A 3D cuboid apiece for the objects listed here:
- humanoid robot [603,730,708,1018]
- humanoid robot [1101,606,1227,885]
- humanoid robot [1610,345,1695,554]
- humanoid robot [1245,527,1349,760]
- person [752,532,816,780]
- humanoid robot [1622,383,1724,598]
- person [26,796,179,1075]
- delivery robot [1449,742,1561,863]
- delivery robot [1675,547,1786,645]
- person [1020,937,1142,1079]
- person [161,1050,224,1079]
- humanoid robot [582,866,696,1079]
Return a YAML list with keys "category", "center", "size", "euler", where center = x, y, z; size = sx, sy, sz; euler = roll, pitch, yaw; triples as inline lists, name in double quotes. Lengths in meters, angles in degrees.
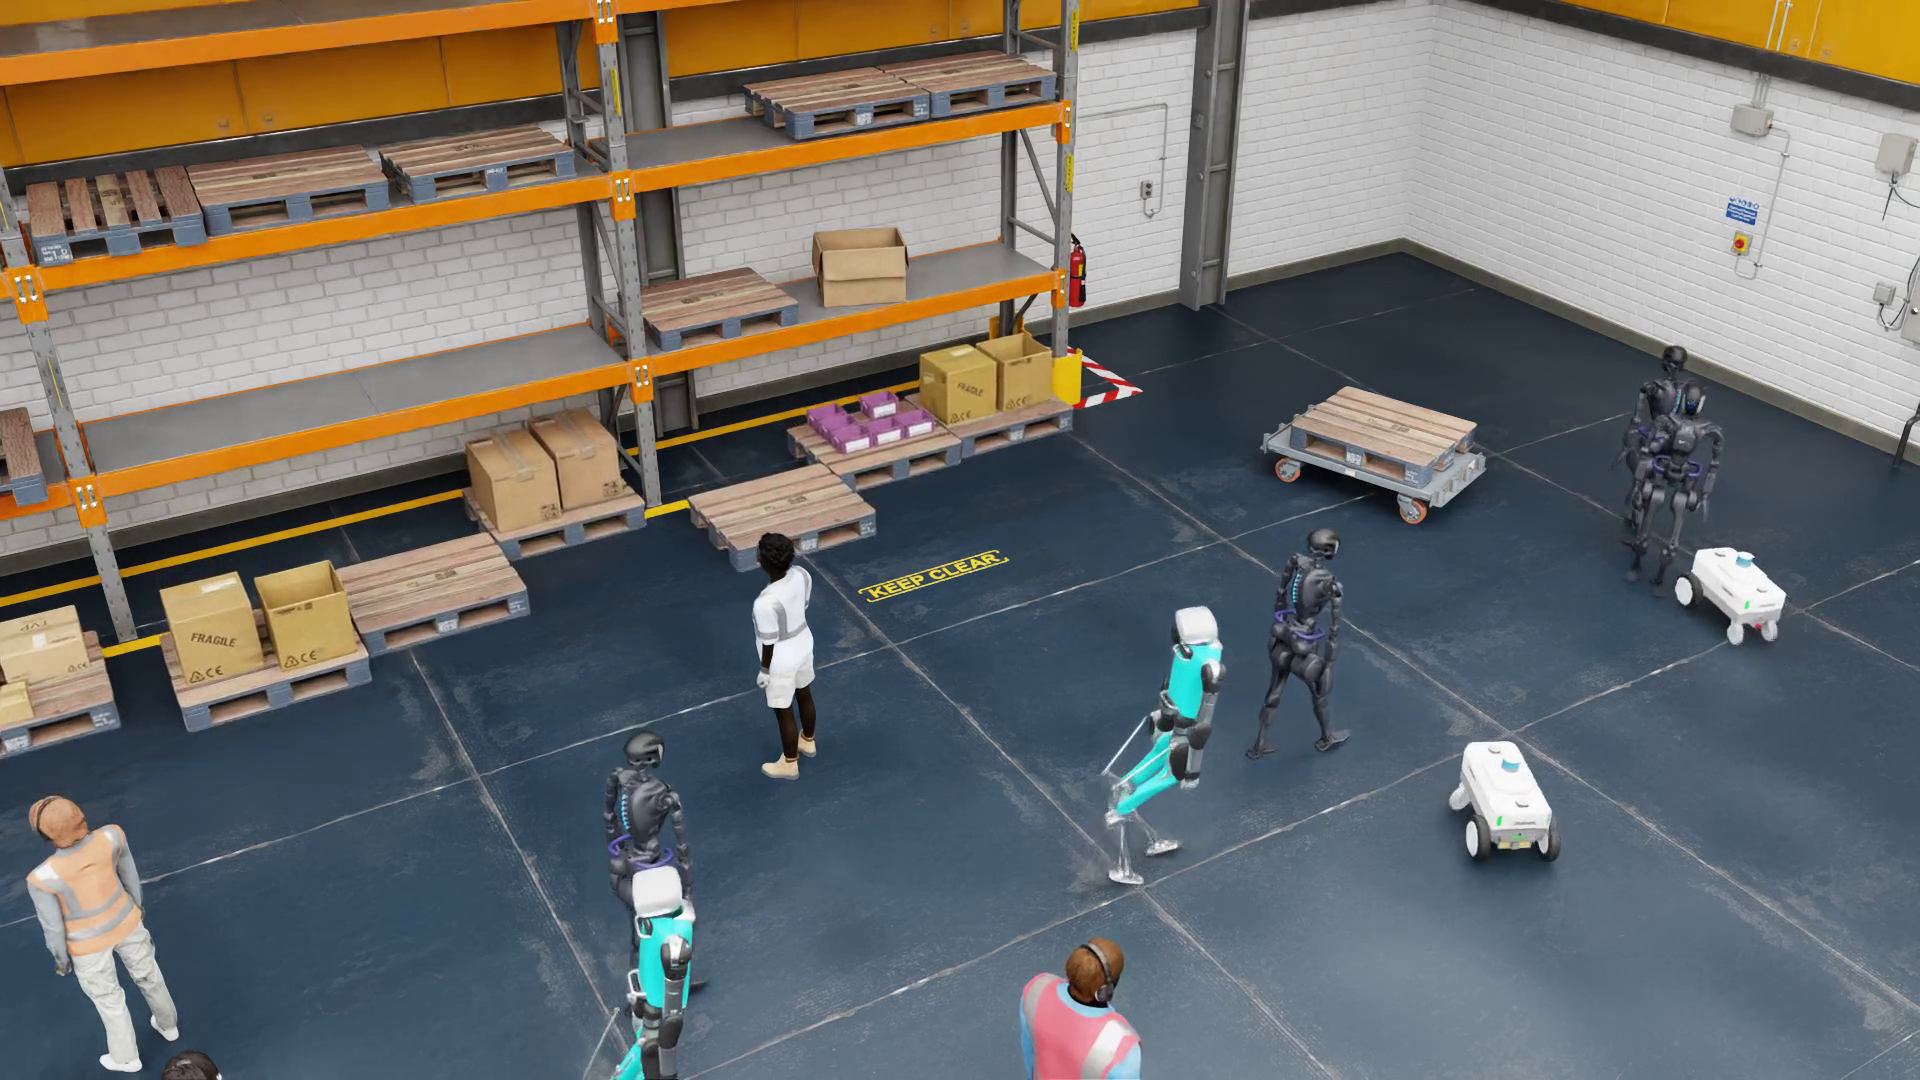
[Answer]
- category: "humanoid robot"
  center: [-1.615, 1.721, 8.514]
  size: [0.612, 1.639, 0.457]
  euler: [18, 34, 29]
- category: "humanoid robot"
  center: [1.020, 1.199, 9.348]
  size: [0.820, 1.766, 0.544]
  euler: [-8, 30, -14]
- category: "humanoid robot"
  center: [5.322, -0.731, 12.846]
  size: [0.611, 1.643, 0.538]
  euler: [-8, 30, -14]
- category: "humanoid robot"
  center: [2.169, 0.638, 10.432]
  size: [0.682, 1.633, 0.608]
  euler: [-16, 33, -26]
- category: "person"
  center: [-1.087, 0.709, 10.264]
  size: [0.322, 1.697, 0.530]
  euler: [13, 32, 22]
- category: "humanoid robot"
  center: [5.235, -0.380, 12.218]
  size: [0.589, 1.654, 0.337]
  euler: [12, 32, 21]
- category: "person"
  center: [-4.211, 1.932, 8.159]
  size: [0.313, 1.639, 0.514]
  euler: [17, 33, 27]
- category: "delivery robot"
  center: [3.247, 1.568, 9.927]
  size: [0.519, 0.614, 0.785]
  euler: [-1, 29, -1]
- category: "delivery robot"
  center: [5.614, 0.358, 12.038]
  size: [0.499, 0.584, 0.783]
  euler: [-5, 30, -9]
- category: "person"
  center: [0.538, 2.425, 7.084]
  size: [0.431, 1.844, 0.623]
  euler: [-24, 37, -36]
- category: "person"
  center: [-2.813, 2.743, 6.482]
  size: [0.545, 1.877, 0.409]
  euler: [-14, 32, -23]
- category: "humanoid robot"
  center: [-1.570, 2.311, 7.452]
  size: [0.880, 1.853, 0.540]
  euler: [-9, 31, -16]
